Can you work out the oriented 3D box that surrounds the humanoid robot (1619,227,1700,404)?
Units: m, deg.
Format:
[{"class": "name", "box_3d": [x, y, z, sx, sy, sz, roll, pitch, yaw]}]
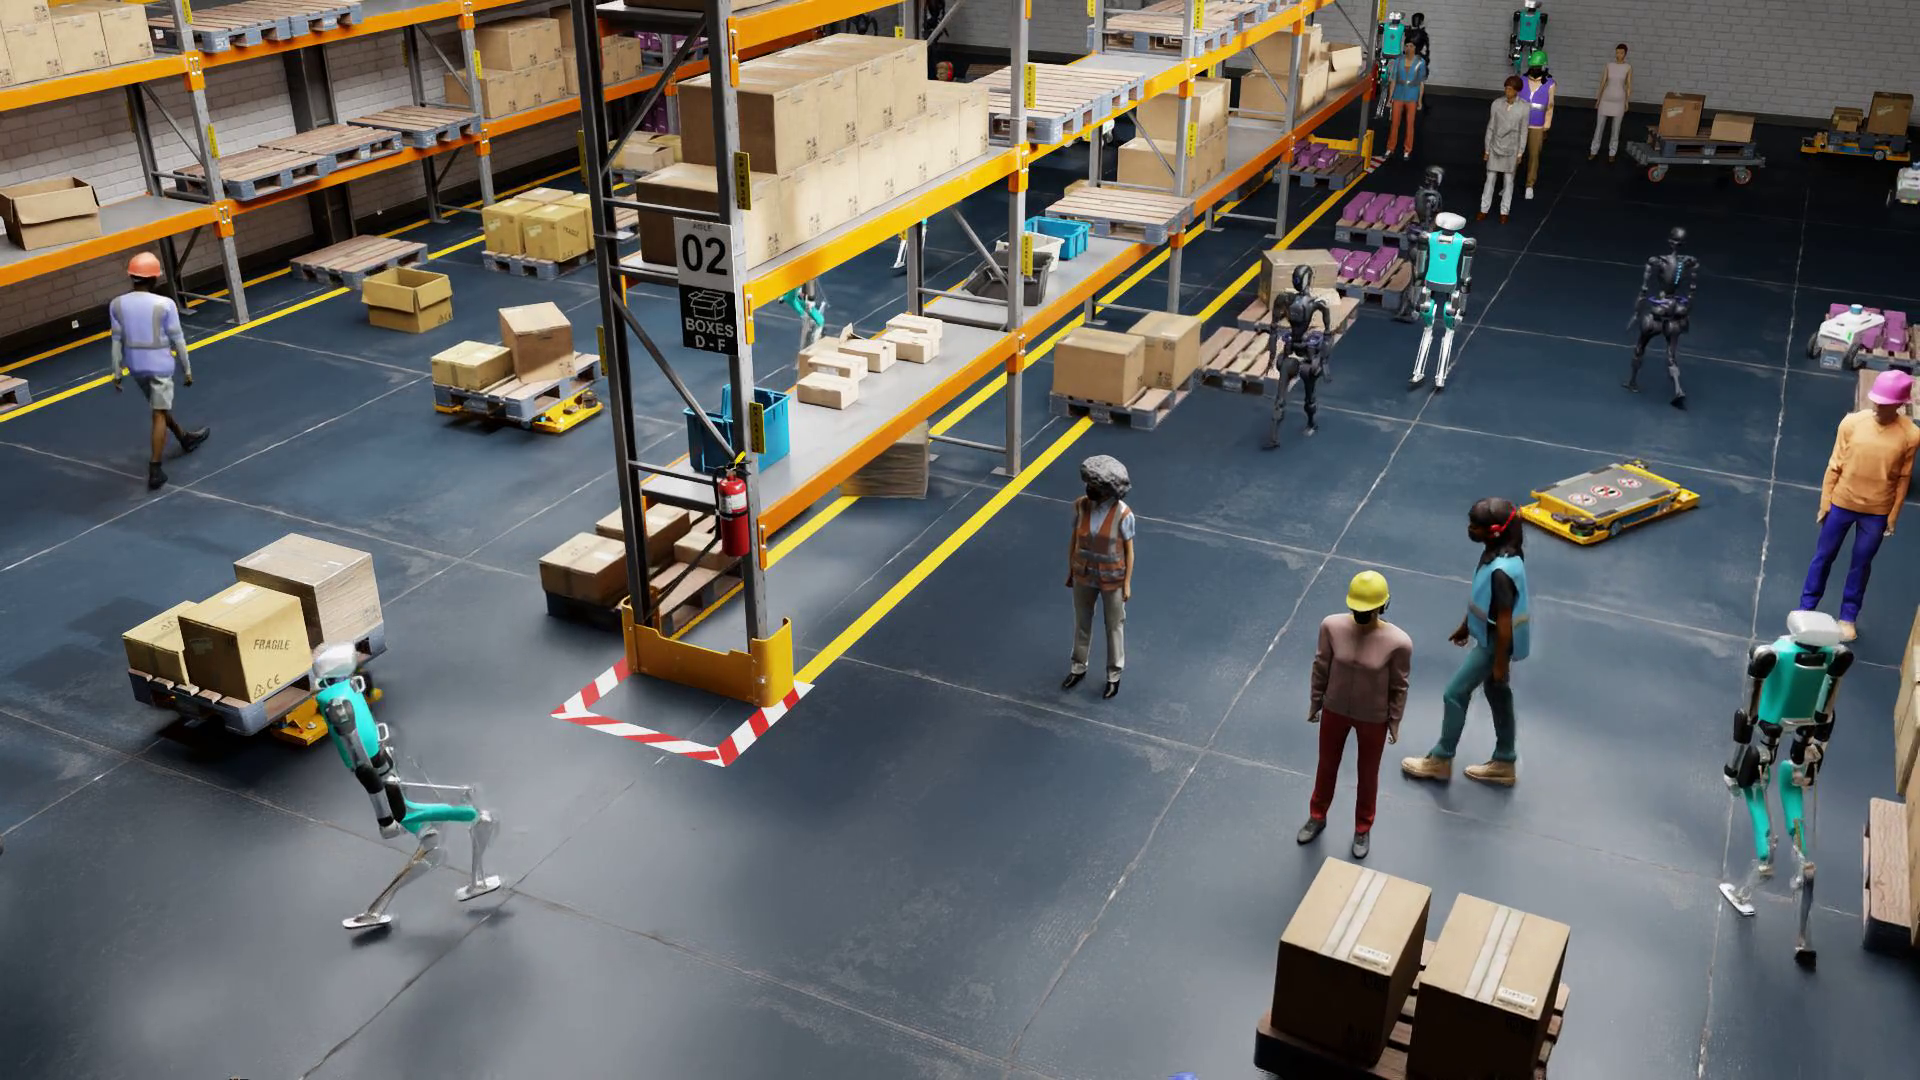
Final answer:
[{"class": "humanoid robot", "box_3d": [6.545, -2.084, 15.434, 0.598, 1.633, 0.711, -3, 27, -6]}]

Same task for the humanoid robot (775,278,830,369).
[{"class": "humanoid robot", "box_3d": [-1.478, -2.428, 16.043, 0.549, 1.798, 0.689, 19, 32, 33]}]

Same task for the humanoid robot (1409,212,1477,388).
[{"class": "humanoid robot", "box_3d": [4.531, -2.284, 15.588, 0.533, 1.675, 0.735, 12, 29, 23]}]

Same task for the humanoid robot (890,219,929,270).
[{"class": "humanoid robot", "box_3d": [-0.555, -3.898, 18.847, 0.533, 1.677, 0.735, 12, 29, 23]}]

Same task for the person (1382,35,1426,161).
[{"class": "person", "box_3d": [6.417, -6.360, 23.936, 0.492, 1.765, 0.318, 13, 29, 25]}]

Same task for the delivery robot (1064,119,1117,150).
[{"class": "delivery robot", "box_3d": [1.927, -6.139, 24.825, 0.739, 0.566, 0.499, 12, 29, 23]}]

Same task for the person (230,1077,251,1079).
[{"class": "person", "box_3d": [-2.471, 2.590, 5.975, 0.487, 1.659, 0.341, 13, 29, 25]}]

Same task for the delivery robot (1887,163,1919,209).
[{"class": "delivery robot", "box_3d": [12.489, -4.650, 21.819, 0.499, 0.568, 0.747, 12, 29, 23]}]

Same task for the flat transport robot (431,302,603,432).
[{"class": "flat transport robot", "box_3d": [-4.089, -1.283, 15.369, 1.431, 0.231, 0.659, 11, 28, 21]}]

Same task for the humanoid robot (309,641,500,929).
[{"class": "humanoid robot", "box_3d": [-2.778, 1.260, 8.635, 1.016, 1.754, 0.530, -11, 28, -21]}]

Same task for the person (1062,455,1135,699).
[{"class": "person", "box_3d": [0.896, 0.240, 10.689, 0.441, 1.686, 0.317, 13, 29, 25]}]

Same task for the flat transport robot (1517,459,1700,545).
[{"class": "flat transport robot", "box_3d": [5.240, -0.314, 13.413, 1.431, 0.231, 0.659, -16, 30, -29]}]

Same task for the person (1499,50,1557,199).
[{"class": "person", "box_3d": [7.547, -5.505, 22.025, 0.536, 1.930, 0.422, 13, 29, 25]}]

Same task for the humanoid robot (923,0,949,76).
[{"class": "humanoid robot", "box_3d": [-0.475, -9.151, 29.751, 0.796, 1.628, 0.588, 21, 33, 36]}]

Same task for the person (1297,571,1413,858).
[{"class": "person", "box_3d": [2.176, 0.956, 9.158, 0.526, 1.767, 0.328, 13, 29, 25]}]

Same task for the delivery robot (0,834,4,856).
[{"class": "delivery robot", "box_3d": [-5.789, 1.589, 9.214, 0.739, 0.566, 0.499, 12, 29, 23]}]

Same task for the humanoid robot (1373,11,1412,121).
[{"class": "humanoid robot", "box_3d": [6.765, -7.414, 25.948, 0.533, 1.677, 0.735, 12, 29, 23]}]

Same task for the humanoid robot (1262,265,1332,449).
[{"class": "humanoid robot", "box_3d": [2.970, -1.594, 14.479, 0.608, 1.627, 0.814, 16, 30, 29]}]

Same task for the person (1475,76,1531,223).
[{"class": "person", "box_3d": [6.856, -4.912, 20.946, 0.506, 1.827, 0.366, 13, 29, 25]}]

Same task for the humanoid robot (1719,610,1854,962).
[{"class": "humanoid robot", "box_3d": [4.304, 1.336, 8.506, 0.551, 1.855, 0.840, -3, 27, -6]}]

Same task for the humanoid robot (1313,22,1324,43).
[{"class": "humanoid robot", "box_3d": [4.967, -6.985, 25.242, 0.967, 1.762, 0.541, 20, 33, 35]}]

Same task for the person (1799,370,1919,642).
[{"class": "person", "box_3d": [6.133, -0.234, 11.324, 0.508, 1.980, 0.393, 13, 29, 25]}]

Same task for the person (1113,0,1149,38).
[{"class": "person", "box_3d": [3.026, -9.153, 29.445, 0.683, 1.878, 0.432, -10, 28, -20]}]

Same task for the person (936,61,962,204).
[{"class": "person", "box_3d": [-0.149, -5.337, 21.781, 0.373, 1.843, 0.568, -23, 34, -38]}]

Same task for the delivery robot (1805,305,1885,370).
[{"class": "delivery robot", "box_3d": [8.861, -2.033, 16.584, 0.808, 0.614, 0.499, -18, 32, -33]}]

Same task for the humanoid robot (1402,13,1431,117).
[{"class": "humanoid robot", "box_3d": [7.352, -7.595, 26.597, 0.796, 1.615, 0.601, -11, 28, -21]}]

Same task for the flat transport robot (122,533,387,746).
[{"class": "flat transport robot", "box_3d": [-4.555, 0.952, 10.855, 1.431, 0.231, 0.659, 12, 29, 23]}]

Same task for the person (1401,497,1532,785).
[{"class": "person", "box_3d": [3.023, 0.611, 9.774, 0.798, 1.834, 0.534, 8, 27, 15]}]

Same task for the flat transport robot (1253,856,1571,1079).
[{"class": "flat transport robot", "box_3d": [2.103, 2.451, 7.826, 0.659, 0.231, 1.431, 14, 29, 26]}]

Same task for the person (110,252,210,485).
[{"class": "person", "box_3d": [-6.760, -1.453, 13.917, 0.605, 1.865, 1.033, 2, 26, 3]}]

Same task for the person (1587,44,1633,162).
[{"class": "person", "box_3d": [9.374, -6.272, 23.874, 0.447, 1.659, 0.281, 13, 29, 25]}]

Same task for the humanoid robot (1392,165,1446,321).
[{"class": "humanoid robot", "box_3d": [4.834, -3.142, 17.551, 0.387, 1.642, 0.612, 5, 27, 10]}]

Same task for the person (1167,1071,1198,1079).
[{"class": "person", "box_3d": [0.749, 2.606, 5.854, 0.821, 1.732, 0.468, -9, 28, -17]}]

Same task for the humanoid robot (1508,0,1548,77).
[{"class": "humanoid robot", "box_3d": [9.216, -7.938, 27.009, 0.533, 1.675, 0.735, 12, 29, 23]}]

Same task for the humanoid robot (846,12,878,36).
[{"class": "humanoid robot", "box_3d": [-1.658, -8.213, 27.843, 0.584, 1.639, 0.744, -4, 27, -8]}]

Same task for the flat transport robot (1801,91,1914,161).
[{"class": "flat transport robot", "box_3d": [13.185, -5.791, 24.475, 1.431, 0.231, 0.659, 12, 29, 23]}]
